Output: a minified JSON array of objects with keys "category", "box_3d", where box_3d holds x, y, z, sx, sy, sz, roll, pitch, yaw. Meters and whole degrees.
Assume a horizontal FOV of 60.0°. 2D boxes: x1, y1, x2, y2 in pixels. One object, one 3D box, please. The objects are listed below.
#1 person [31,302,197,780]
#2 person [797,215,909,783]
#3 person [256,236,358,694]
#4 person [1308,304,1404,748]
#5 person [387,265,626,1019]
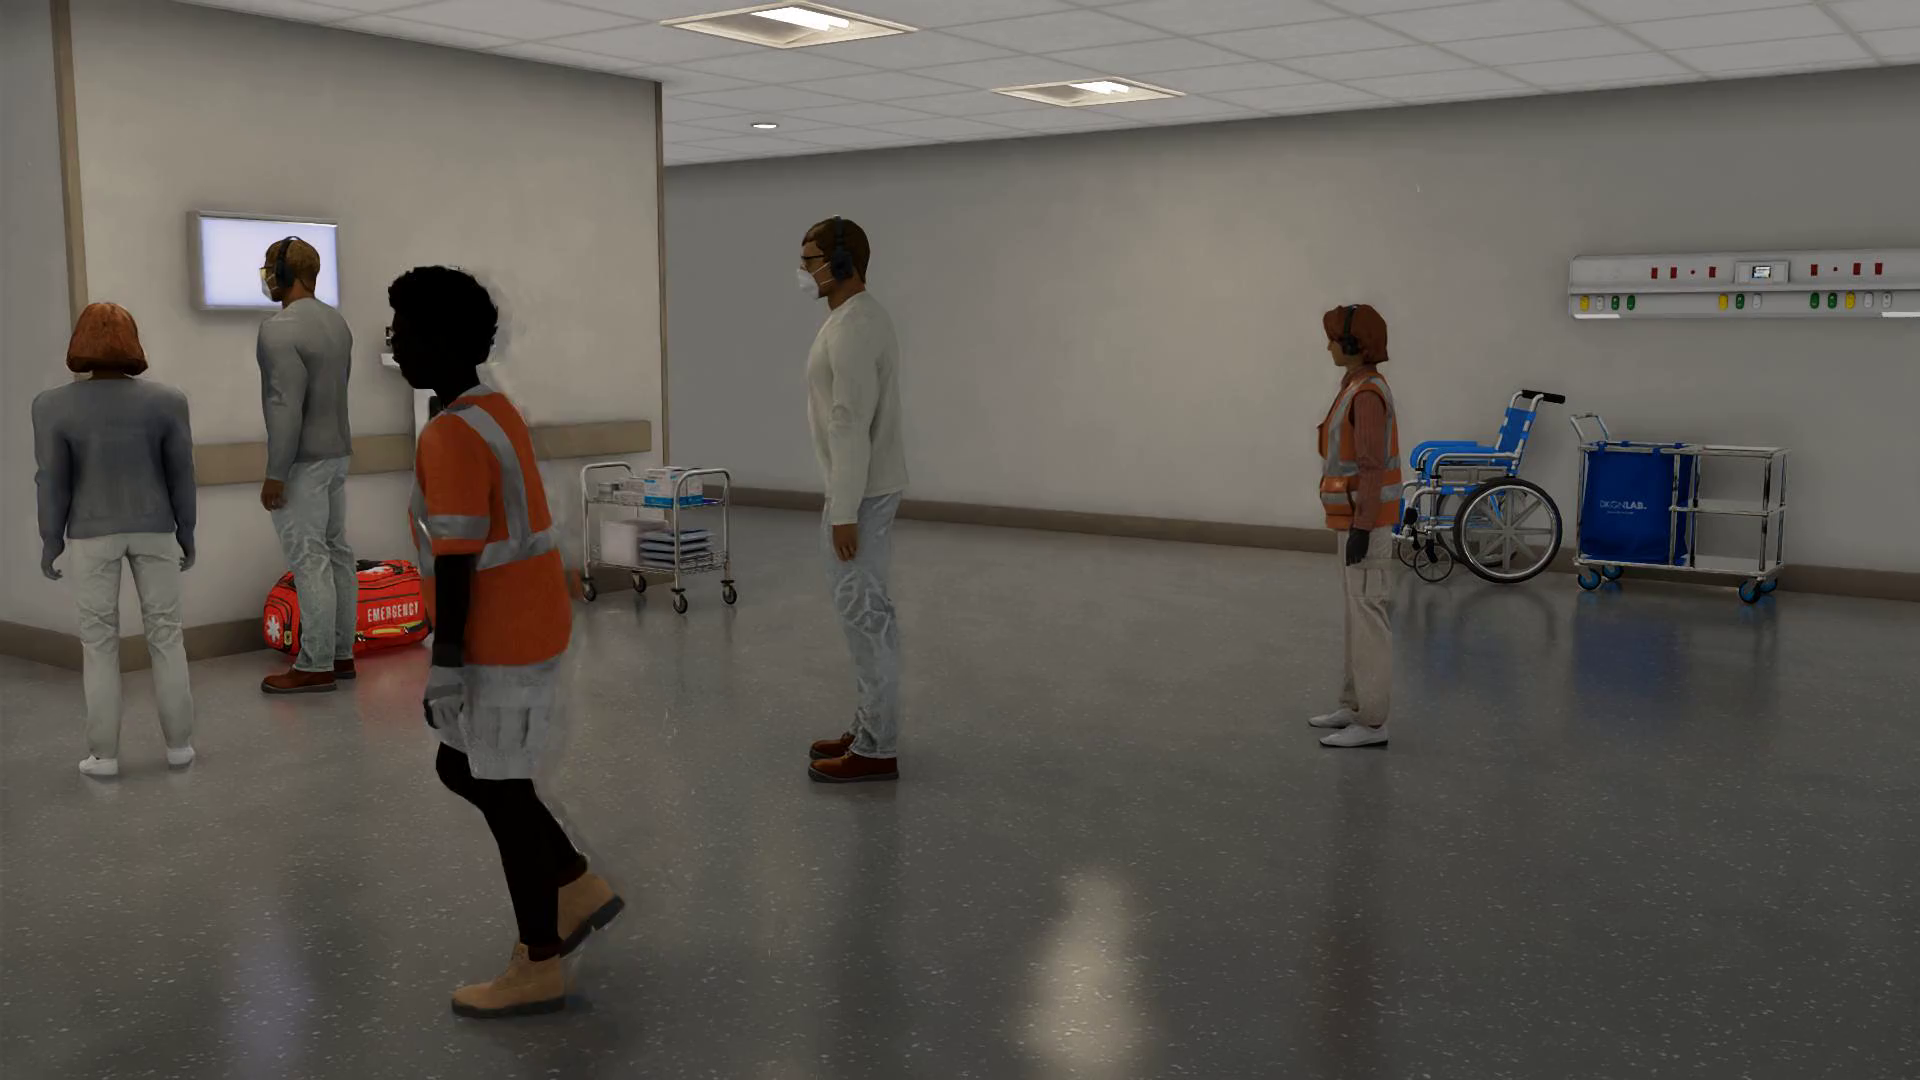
[{"category":"person","box_3d":[-2.892,0.005,5.729,0.498,1.634,0.280,-5,9,-35]},{"category":"person","box_3d":[-0.362,-0.135,5.713,0.371,1.932,0.622,0,7,1]},{"category":"person","box_3d":[-2.801,-0.317,7.110,0.372,1.940,0.630,0,7,1]},{"category":"person","box_3d":[1.477,-0.050,6.171,0.315,1.636,0.515,1,7,8]},{"category":"person","box_3d":[-1.043,0.235,3.704,0.385,1.679,0.544,-1,7,-9]}]
